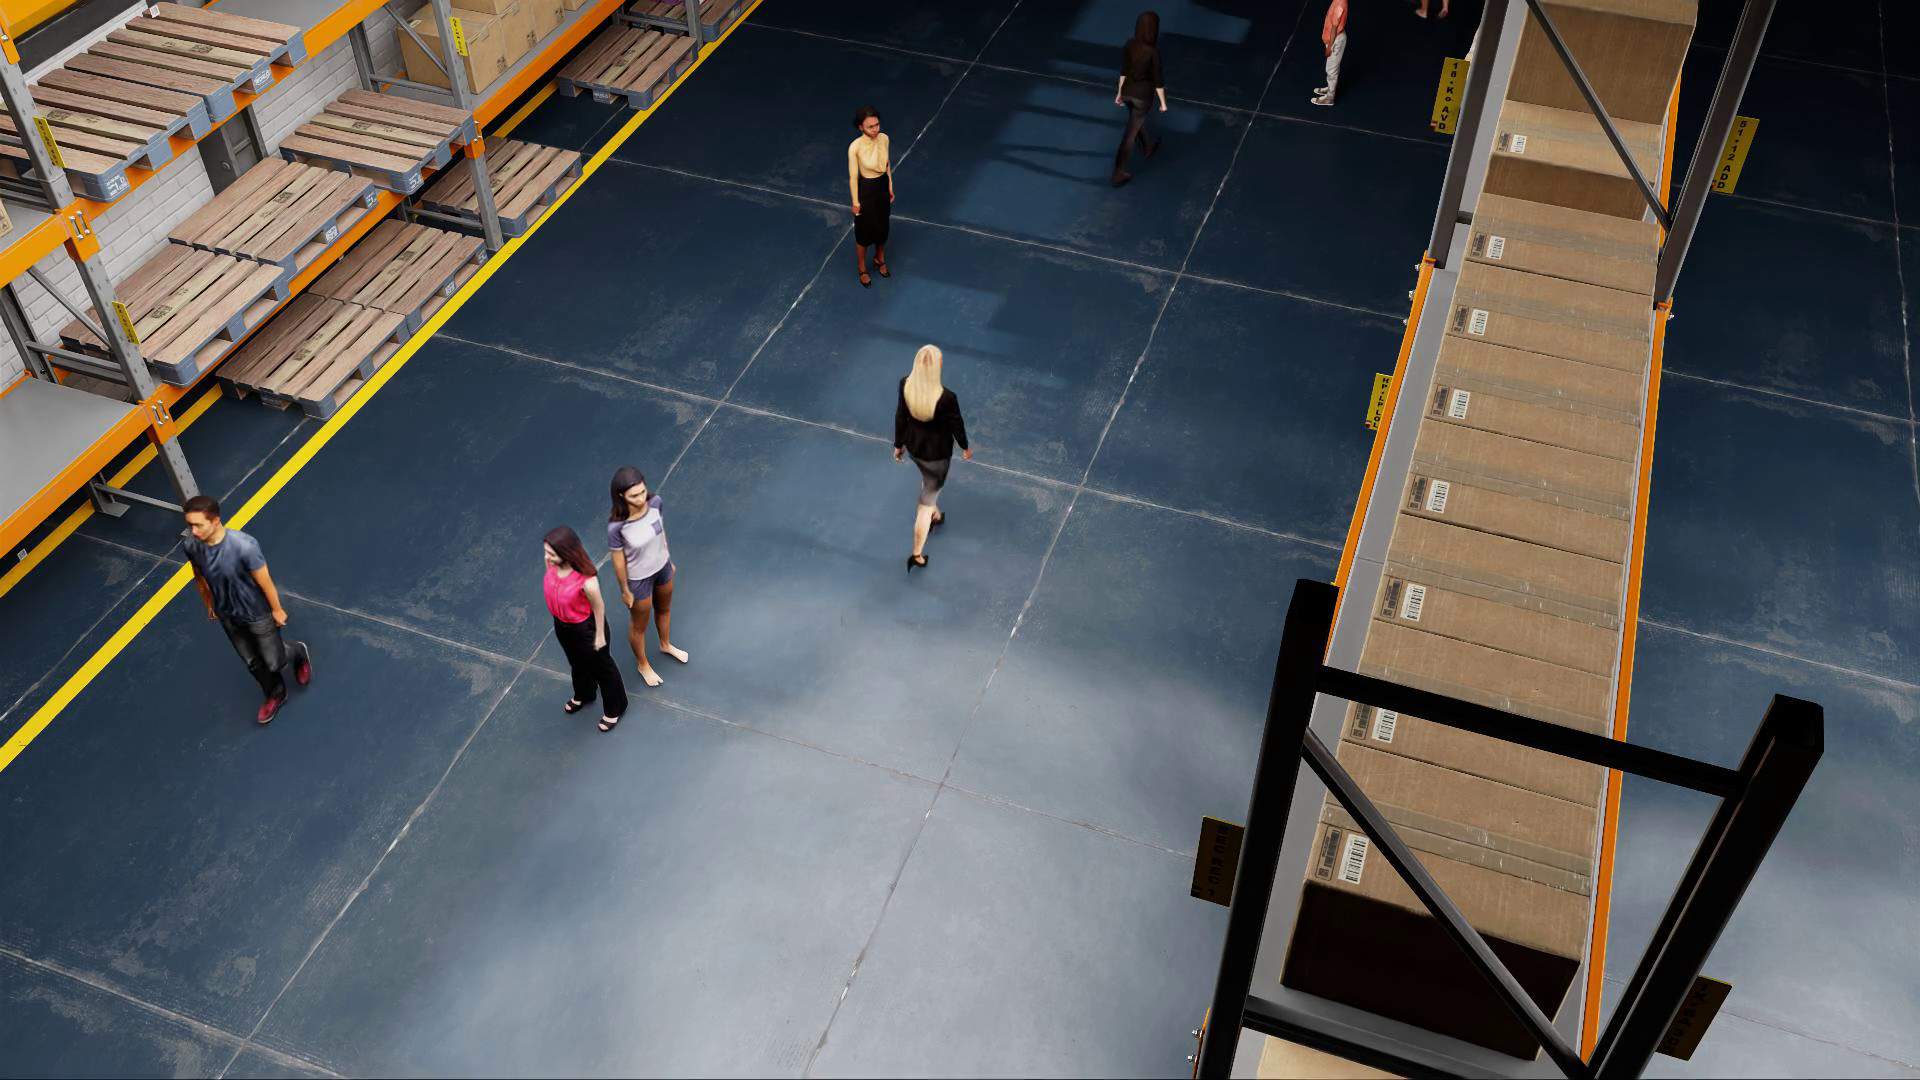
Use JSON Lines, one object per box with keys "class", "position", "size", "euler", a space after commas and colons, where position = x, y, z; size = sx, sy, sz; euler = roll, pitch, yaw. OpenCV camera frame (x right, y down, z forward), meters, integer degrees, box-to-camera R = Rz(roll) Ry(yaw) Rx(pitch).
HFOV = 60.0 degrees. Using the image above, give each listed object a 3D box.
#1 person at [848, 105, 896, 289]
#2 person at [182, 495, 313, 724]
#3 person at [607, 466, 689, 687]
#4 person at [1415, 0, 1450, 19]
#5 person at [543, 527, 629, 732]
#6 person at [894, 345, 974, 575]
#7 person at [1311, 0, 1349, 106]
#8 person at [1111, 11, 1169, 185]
{"class": "person", "position": [-0.738, -2.893, 13.989], "size": [0.626, 1.653, 0.727], "euler": [-30, 51, -28]}
{"class": "person", "position": [-4.450, 0.369, 10.458], "size": [0.753, 1.800, 0.818], "euler": [6, 44, 6]}
{"class": "person", "position": [-2.015, 0.205, 10.679], "size": [0.705, 1.733, 0.542], "euler": [29, 51, 27]}
{"class": "person", "position": [5.049, -6.217, 17.510], "size": [0.773, 1.609, 0.867], "euler": [-3, 44, -3]}
{"class": "person", "position": [-2.372, 0.544, 10.376], "size": [0.637, 1.660, 0.602], "euler": [27, 50, 25]}
{"class": "person", "position": [-0.269, -0.495, 11.353], "size": [0.728, 1.816, 0.928], "euler": [25, 49, 24]}
{"class": "person", "position": [3.707, -4.937, 16.385], "size": [0.531, 1.307, 0.401], "euler": [12, 45, 13]}
{"class": "person", "position": [1.565, -3.988, 15.176], "size": [0.869, 1.602, 1.112], "euler": [33, 53, 30]}
